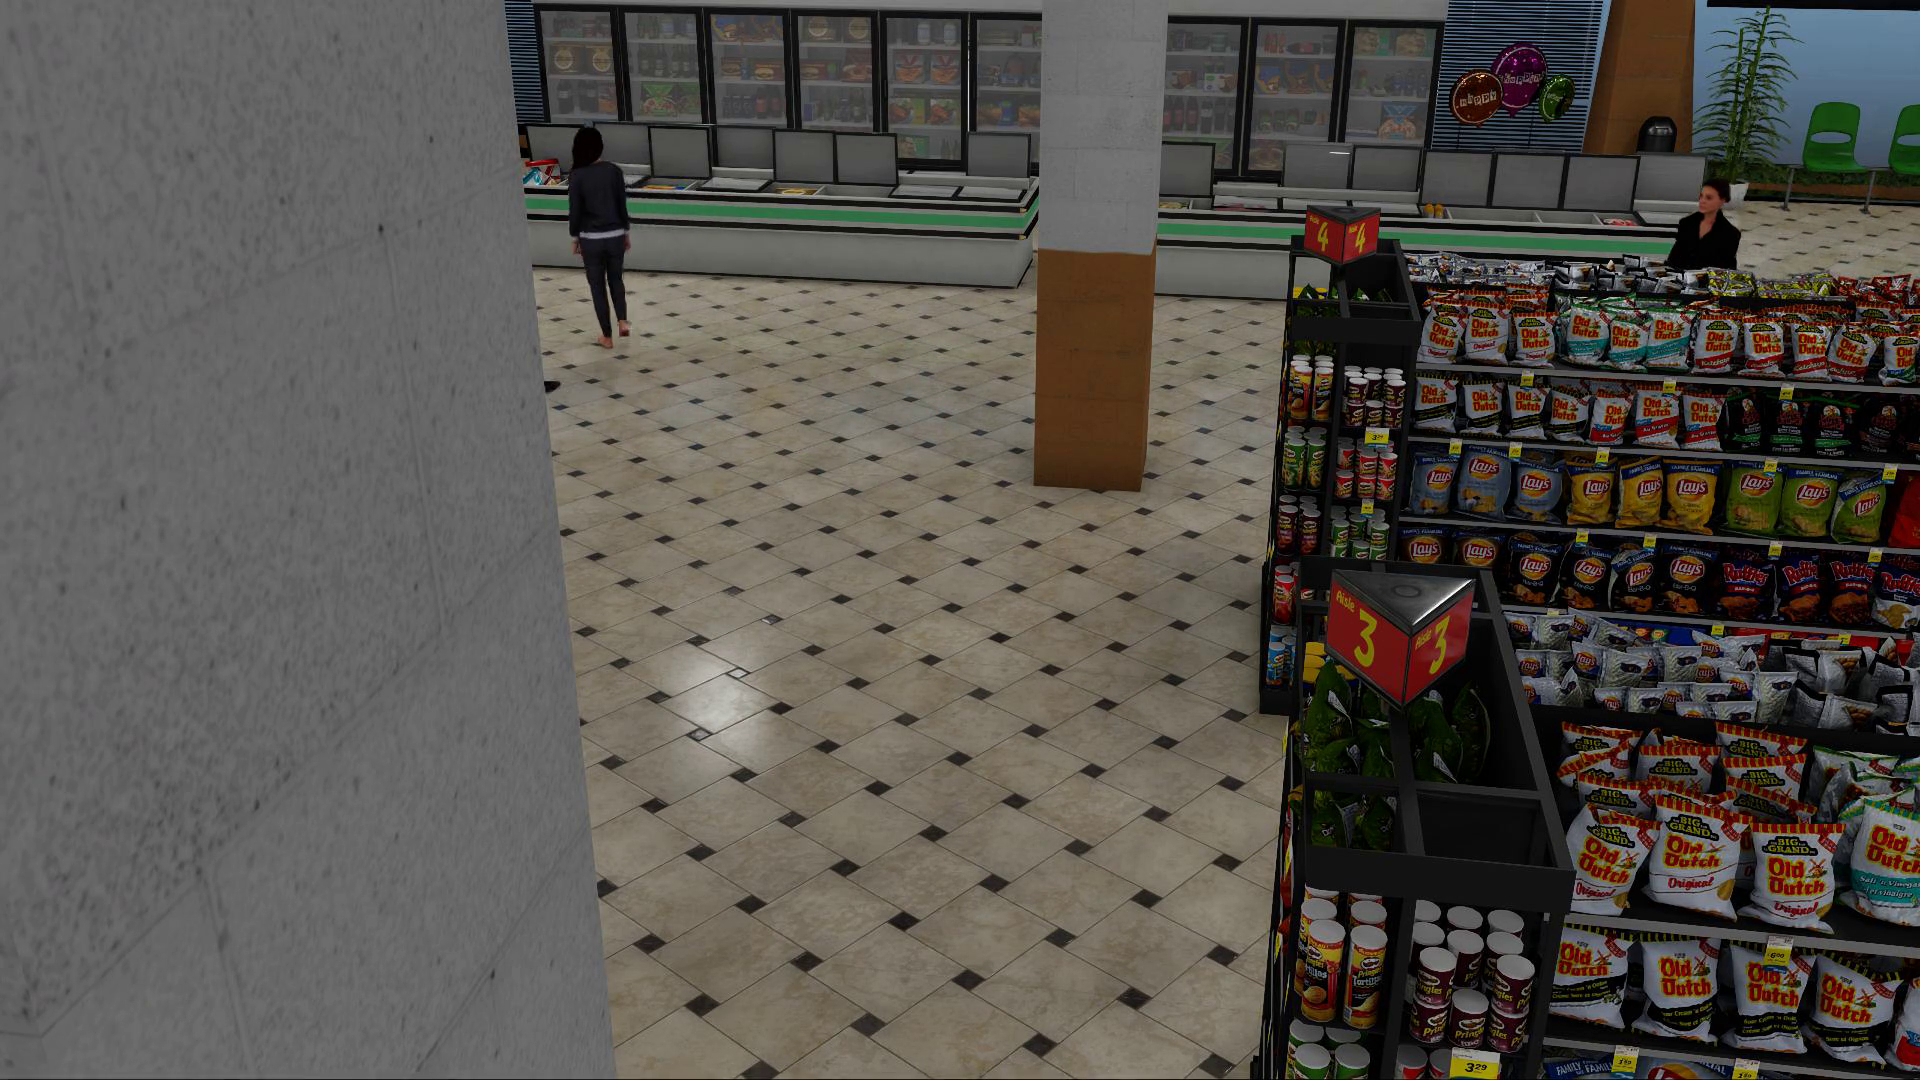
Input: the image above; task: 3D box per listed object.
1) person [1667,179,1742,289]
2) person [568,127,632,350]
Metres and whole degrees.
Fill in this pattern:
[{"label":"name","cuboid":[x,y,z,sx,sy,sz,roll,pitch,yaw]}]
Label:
[{"label":"person","cuboid":[5.308,-1.708,11.832,1.200,1.671,1.069,-11,26,-24]},{"label":"person","cuboid":[-2.824,-2.386,13.274,0.756,1.758,0.824,-13,27,-27]}]
